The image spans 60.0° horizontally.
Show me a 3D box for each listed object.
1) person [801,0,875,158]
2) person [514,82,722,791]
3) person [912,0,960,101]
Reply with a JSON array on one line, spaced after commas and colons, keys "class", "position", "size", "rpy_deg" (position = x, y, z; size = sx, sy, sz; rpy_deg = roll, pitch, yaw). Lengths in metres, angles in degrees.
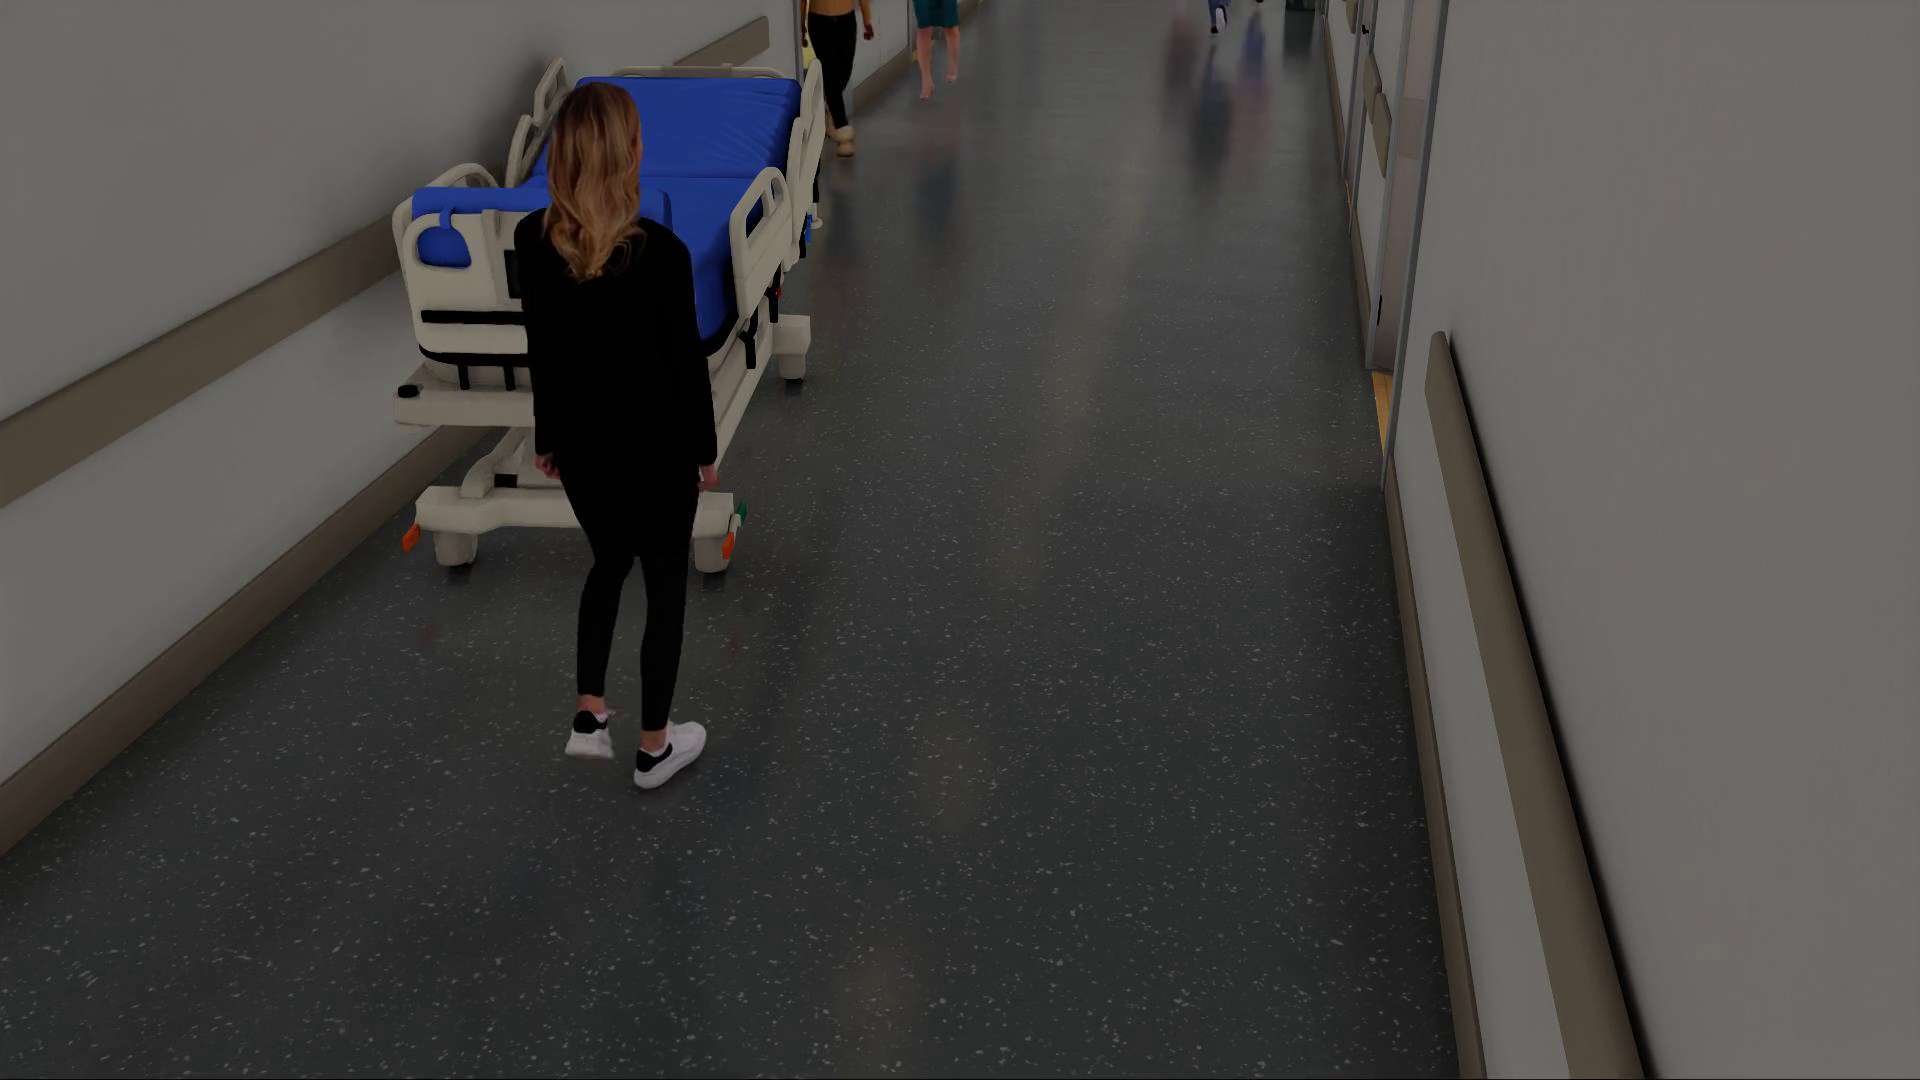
[{"class": "person", "position": [-0.844, -3.343, 10.756], "size": [1.123, 1.632, 1.015], "rpy_deg": [-8, 27, -15]}, {"class": "person", "position": [-0.847, -0.150, 3.952], "size": [0.707, 1.789, 0.744], "rpy_deg": [9, 27, 18]}, {"class": "person", "position": [-0.163, -4.141, 12.397], "size": [0.987, 1.642, 0.619], "rpy_deg": [5, 26, 10]}]
